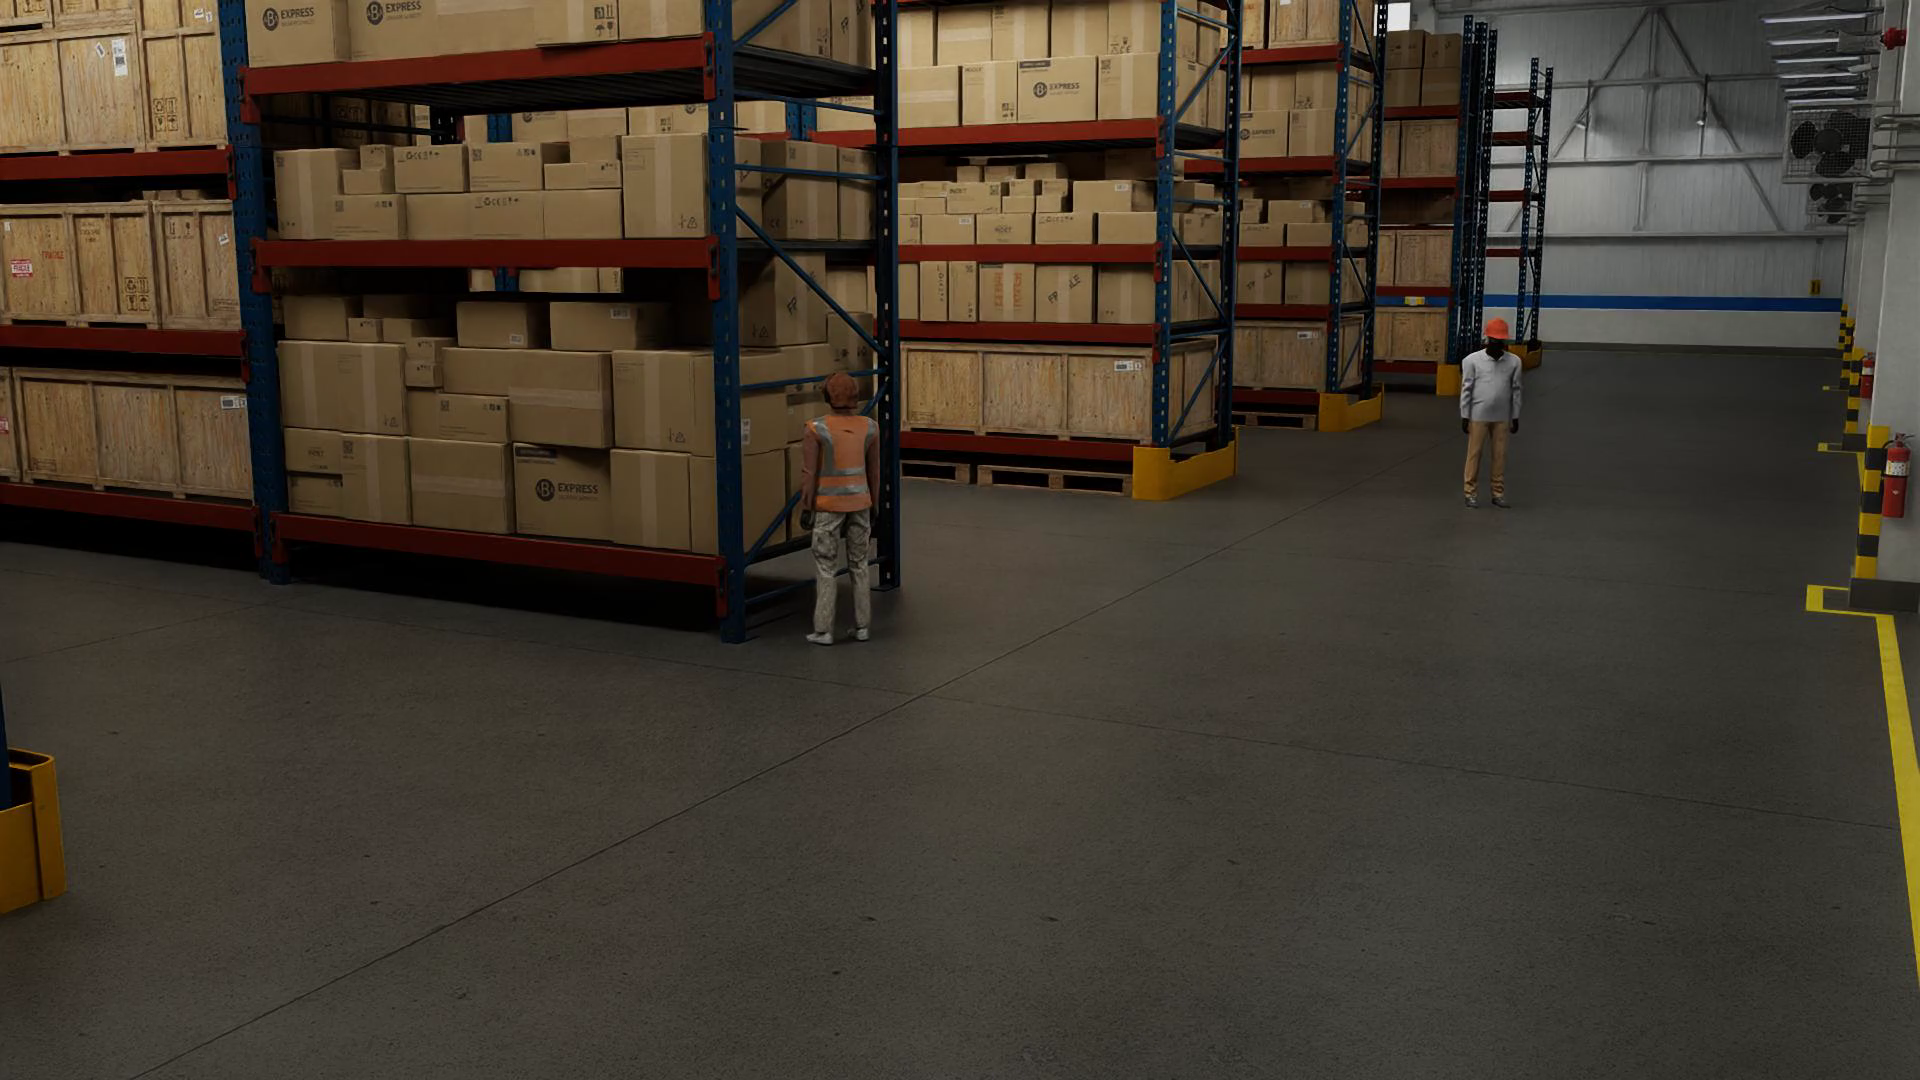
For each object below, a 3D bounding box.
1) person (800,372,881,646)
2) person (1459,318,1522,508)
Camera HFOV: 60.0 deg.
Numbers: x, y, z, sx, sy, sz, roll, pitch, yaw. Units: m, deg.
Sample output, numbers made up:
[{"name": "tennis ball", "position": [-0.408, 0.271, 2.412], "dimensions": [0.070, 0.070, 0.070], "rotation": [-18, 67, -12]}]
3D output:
[{"name": "person", "position": [-0.704, -0.182, 9.920], "dimensions": [0.523, 1.631, 0.317], "rotation": [-6, 11, -31]}, {"name": "person", "position": [4.857, -1.153, 15.207], "dimensions": [0.568, 1.744, 0.351], "rotation": [0, 10, -2]}]
